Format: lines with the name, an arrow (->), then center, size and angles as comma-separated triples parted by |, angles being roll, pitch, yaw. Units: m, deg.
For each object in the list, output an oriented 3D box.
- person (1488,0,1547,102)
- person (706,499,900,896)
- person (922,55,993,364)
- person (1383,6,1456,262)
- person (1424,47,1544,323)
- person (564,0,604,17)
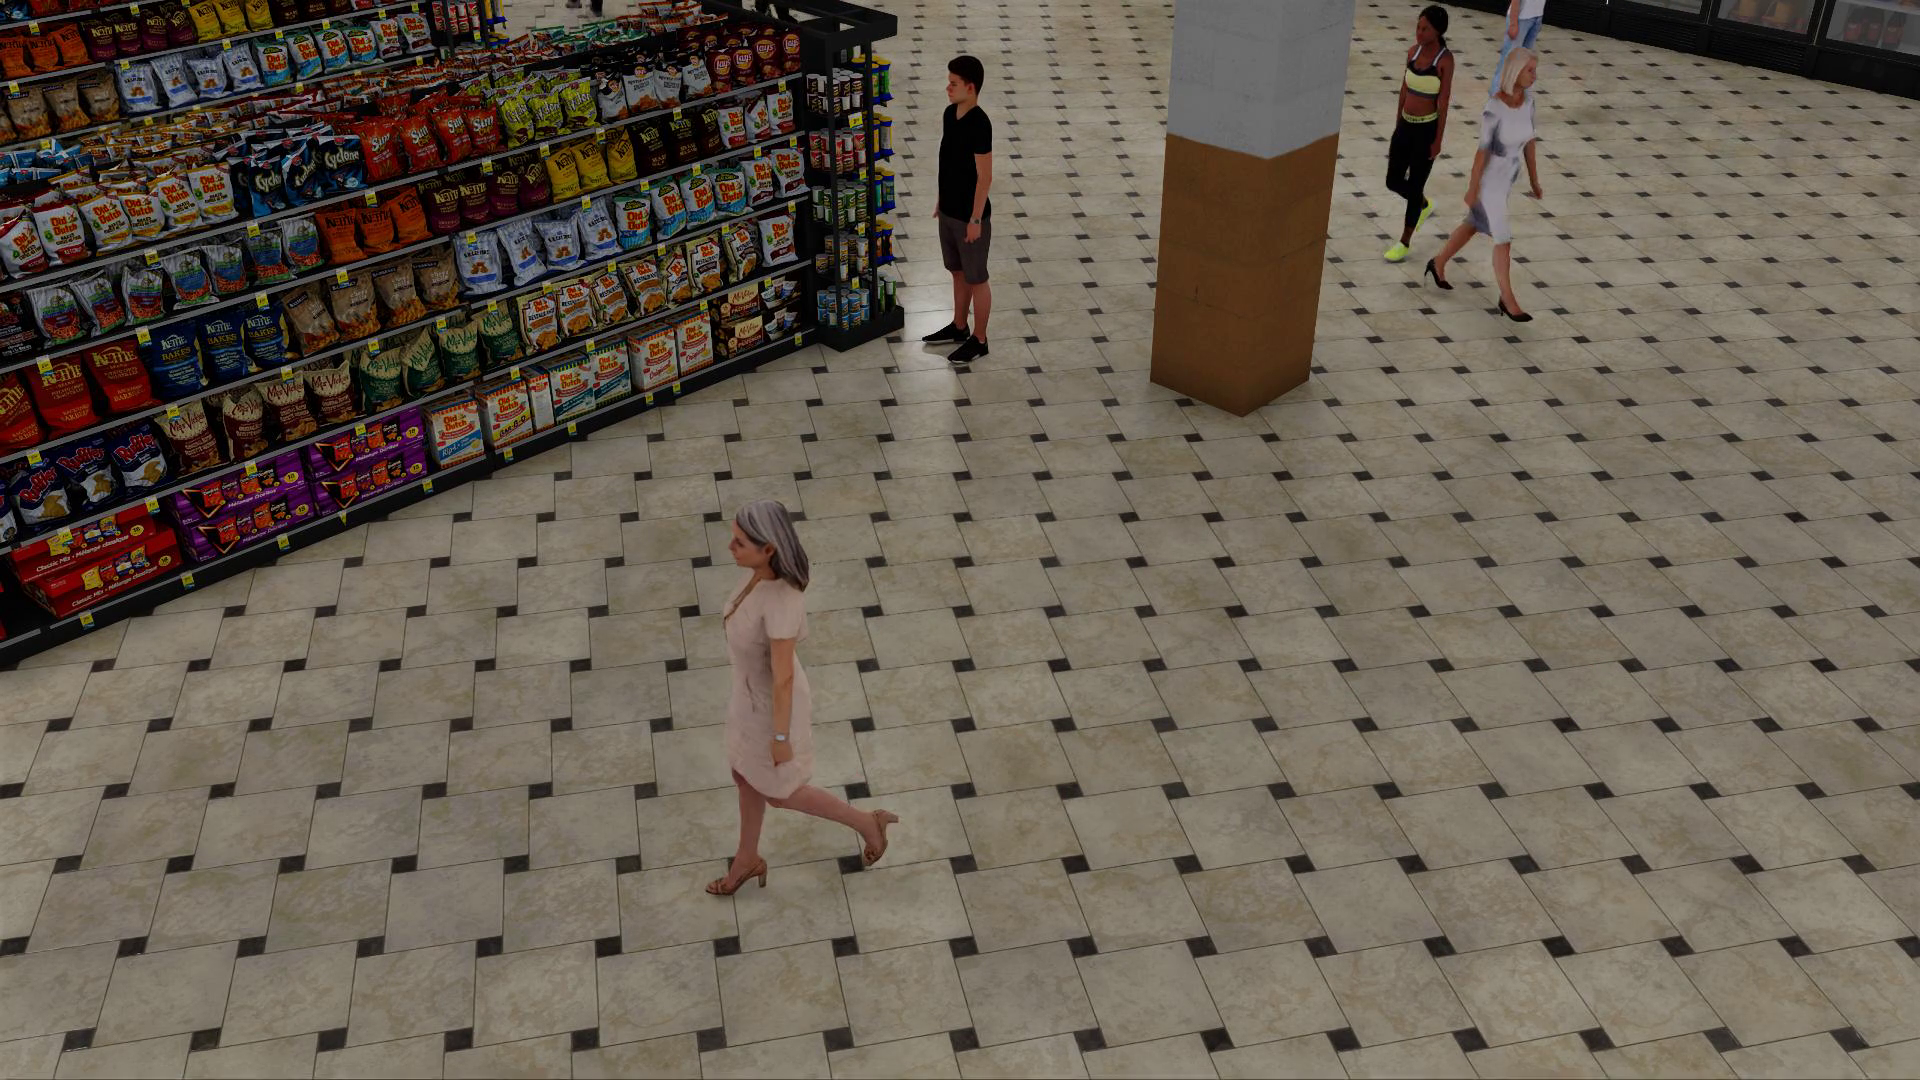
person -> 4.709, -4.371, 13.891 | 0.695, 1.852, 0.469 | 27, 41, 36
person -> -0.605, 0.609, 6.015 | 1.077, 1.718, 0.907 | -8, 33, -12
person -> 0.039, -2.009, 10.087 | 0.685, 1.862, 0.732 | -16, 35, -24
person -> 3.230, -2.812, 11.491 | 0.846, 1.742, 0.617 | -23, 39, -33
person -> 3.373, -2.309, 10.727 | 1.049, 1.695, 0.639 | -26, 40, -35
person -> -3.858, -6.307, 17.002 | 0.784, 1.853, 0.855 | -14, 34, -21
